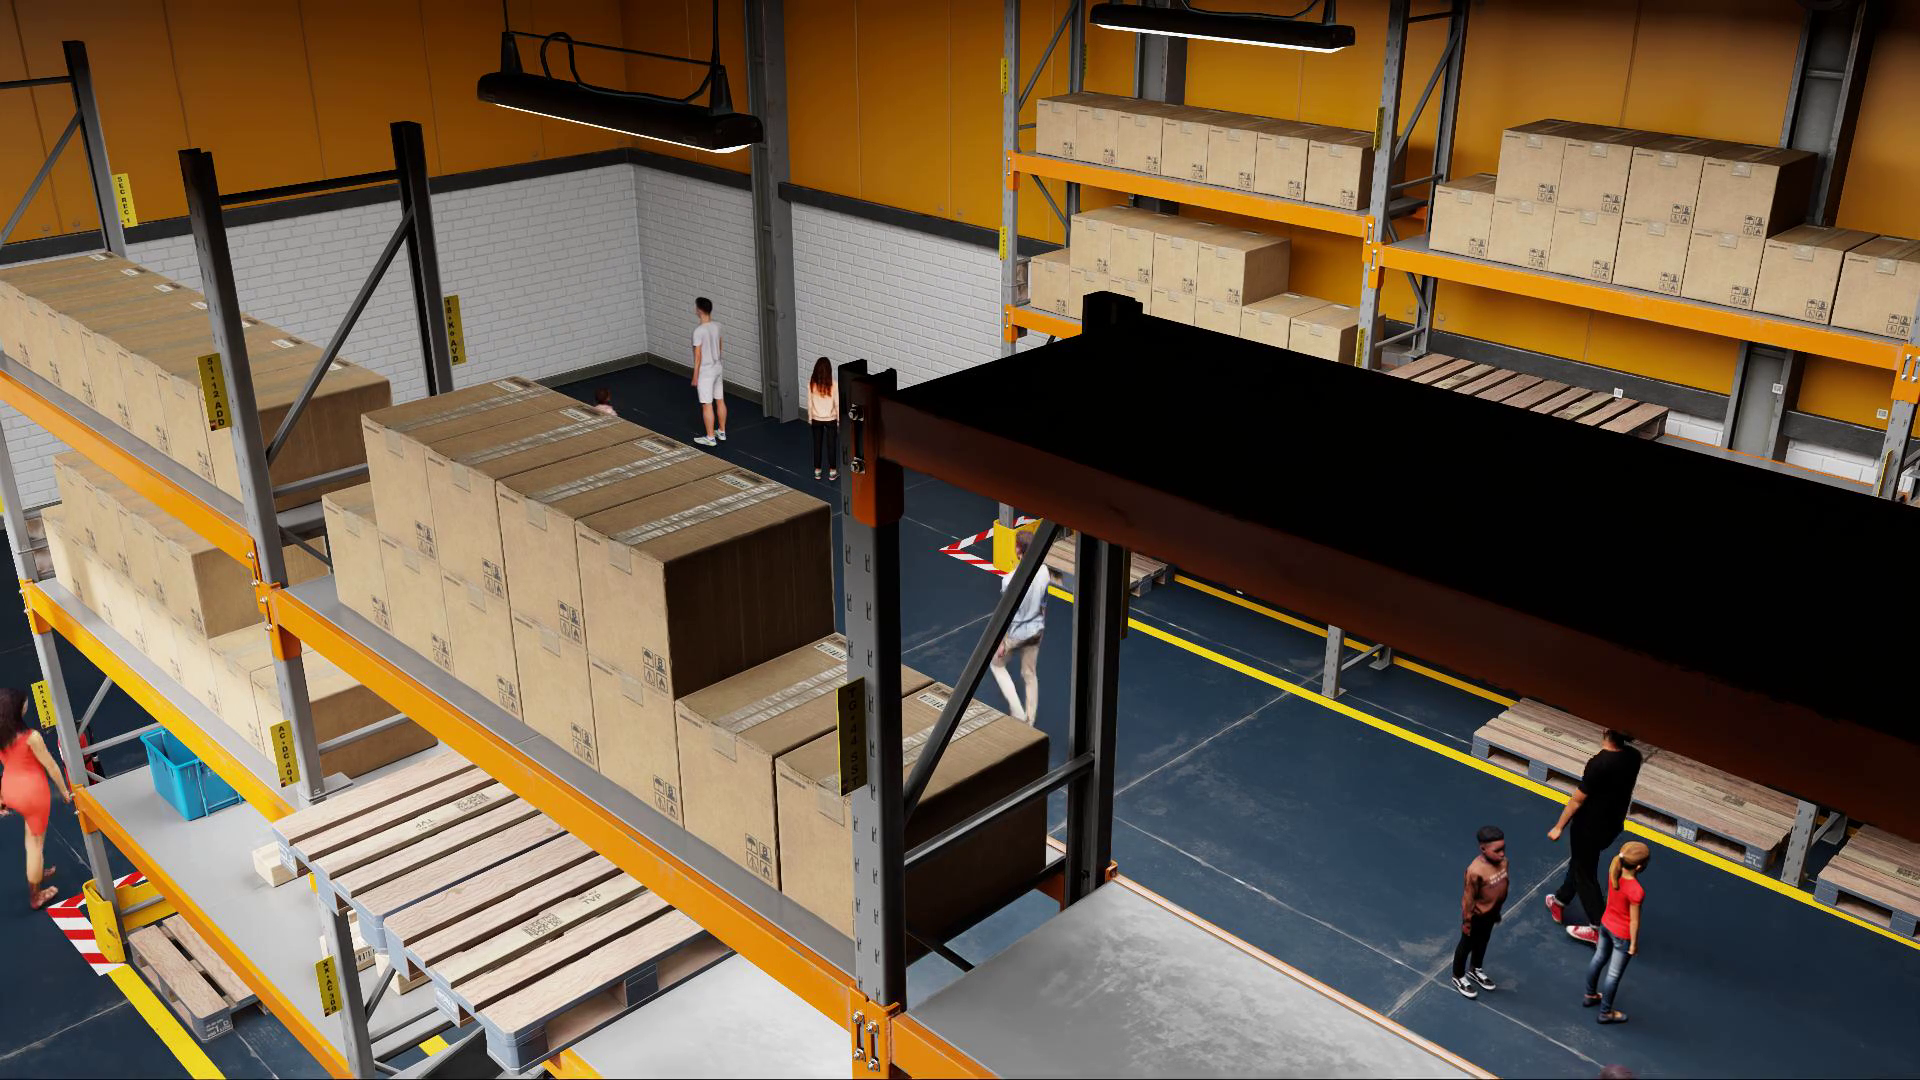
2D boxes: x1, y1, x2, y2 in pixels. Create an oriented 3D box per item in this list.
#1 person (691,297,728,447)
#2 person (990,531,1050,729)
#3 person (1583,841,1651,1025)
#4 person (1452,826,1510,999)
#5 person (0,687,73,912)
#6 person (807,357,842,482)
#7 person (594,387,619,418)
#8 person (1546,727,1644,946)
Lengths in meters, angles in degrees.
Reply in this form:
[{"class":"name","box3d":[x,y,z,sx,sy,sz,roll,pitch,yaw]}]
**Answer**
[{"class":"person","box3d":[-3.092,-2.086,20.516,0.666,1.849,0.734,13,27,28]},{"class":"person","box3d":[0.567,0.815,13.890,0.724,1.840,0.693,-15,28,-31]},{"class":"person","box3d":[4.222,2.503,10.692,0.611,1.308,0.530,-6,24,-12]},{"class":"person","box3d":[3.433,2.417,10.957,0.550,1.253,0.530,-14,27,-29]},{"class":"person","box3d":[-6.588,1.860,11.672,0.757,1.702,0.815,3,24,6]},{"class":"person","box3d":[-1.590,-1.429,19.467,0.614,1.484,0.703,3,24,8]},{"class":"person","box3d":[-4.067,-1.103,18.952,0.640,1.300,0.696,7,25,16]},{"class":"person","box3d":[4.397,1.987,11.346,0.770,1.730,0.885,-20,30,-38]}]
